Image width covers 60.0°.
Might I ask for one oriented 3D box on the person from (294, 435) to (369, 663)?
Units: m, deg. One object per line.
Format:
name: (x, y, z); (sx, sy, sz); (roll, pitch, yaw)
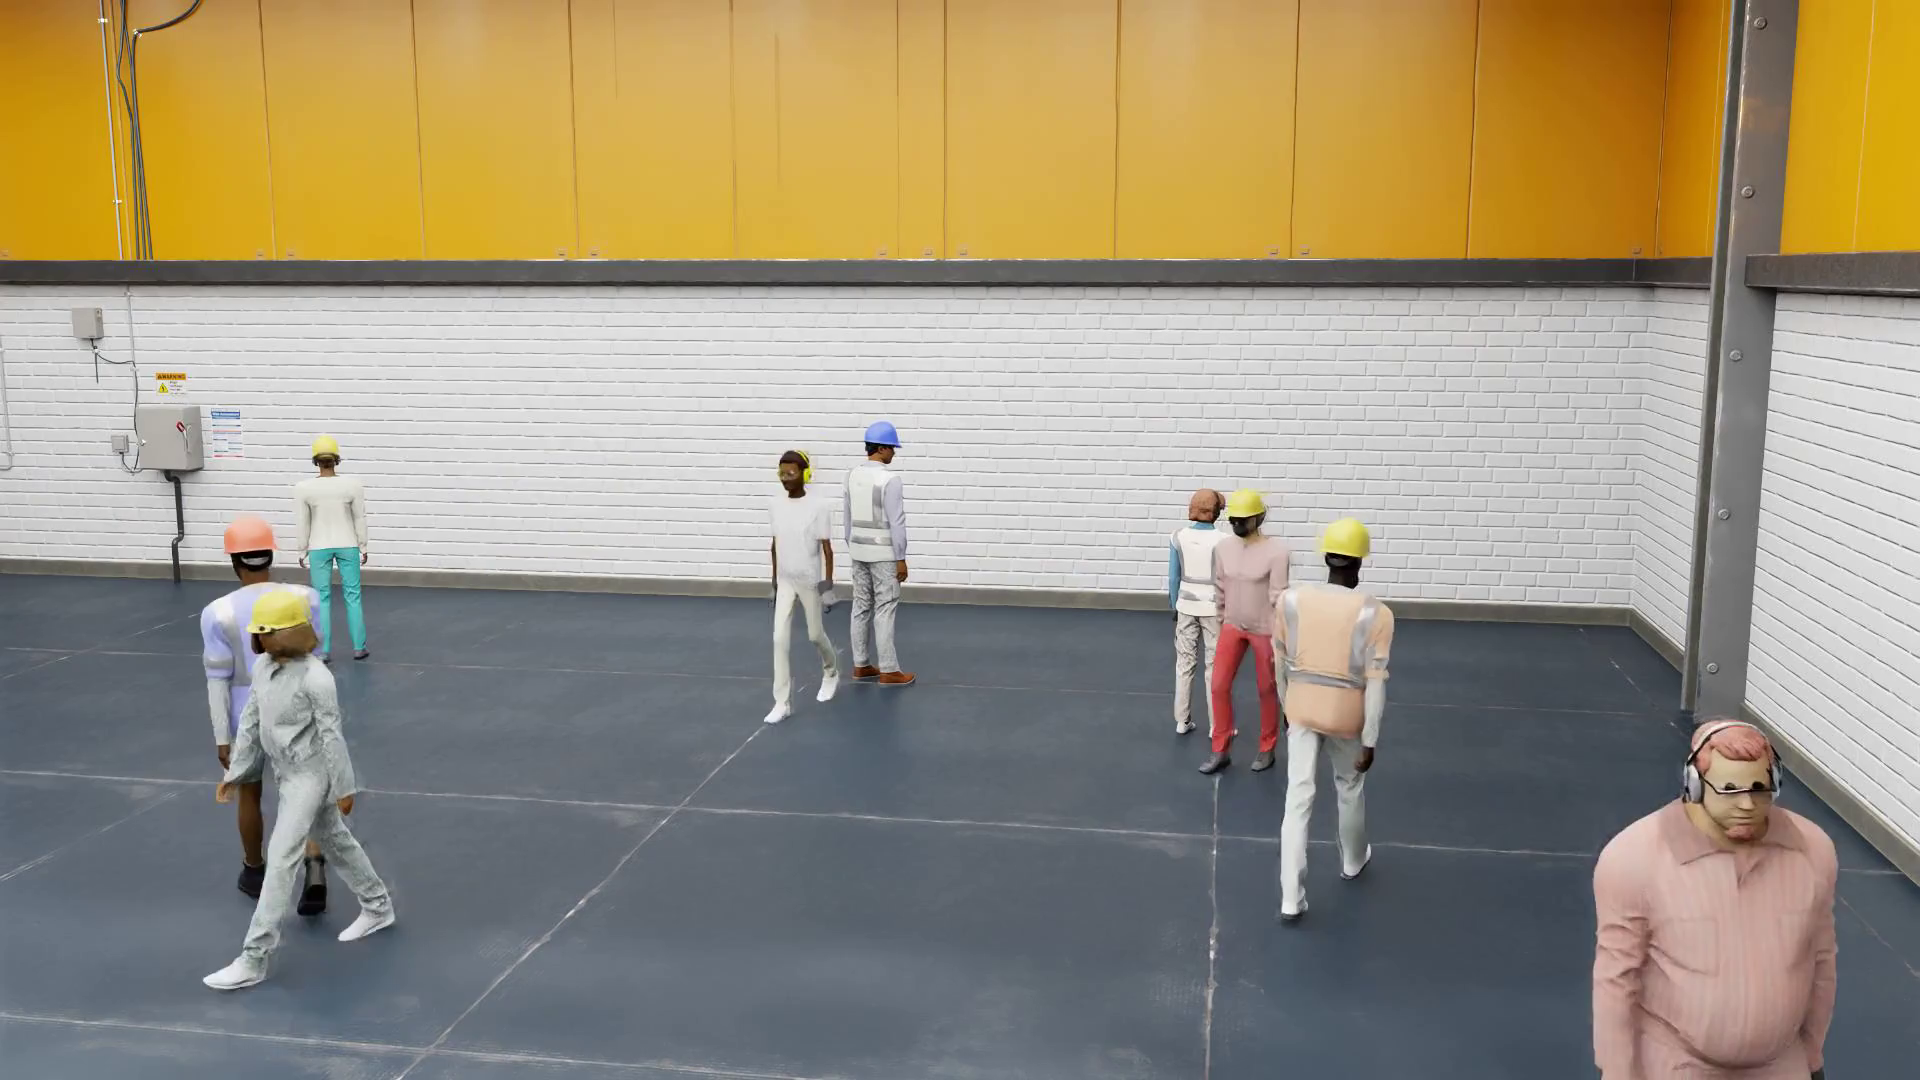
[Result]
person: (-4.863, 0.070, 12.900); (0.523, 1.771, 0.310); (-4, 10, -21)

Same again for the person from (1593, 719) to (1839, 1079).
person: (2.003, 1.391, 4.390); (0.663, 1.884, 0.500); (0, 9, 1)

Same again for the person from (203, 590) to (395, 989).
person: (-2.872, 1.031, 7.227); (0.493, 1.686, 0.939); (8, 12, 40)

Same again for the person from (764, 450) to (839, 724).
person: (-1.069, 0.278, 11.429); (0.529, 1.833, 0.926); (3, 10, 21)

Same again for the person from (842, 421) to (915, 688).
person: (-0.598, 0.105, 12.162); (0.402, 1.940, 0.602); (-9, 13, -43)

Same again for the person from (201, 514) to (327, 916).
person: (-3.245, 0.824, 7.836); (0.556, 1.904, 0.839); (-6, 11, -33)

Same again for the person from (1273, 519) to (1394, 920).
person: (1.772, 0.827, 7.970); (0.589, 1.870, 1.048); (4, 10, 25)

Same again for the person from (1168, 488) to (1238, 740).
person: (1.581, 0.480, 10.774); (0.512, 1.640, 0.309); (7, 11, 36)

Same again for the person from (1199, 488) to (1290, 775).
person: (1.709, 0.557, 9.953); (0.540, 1.741, 0.669); (7, 11, 36)
